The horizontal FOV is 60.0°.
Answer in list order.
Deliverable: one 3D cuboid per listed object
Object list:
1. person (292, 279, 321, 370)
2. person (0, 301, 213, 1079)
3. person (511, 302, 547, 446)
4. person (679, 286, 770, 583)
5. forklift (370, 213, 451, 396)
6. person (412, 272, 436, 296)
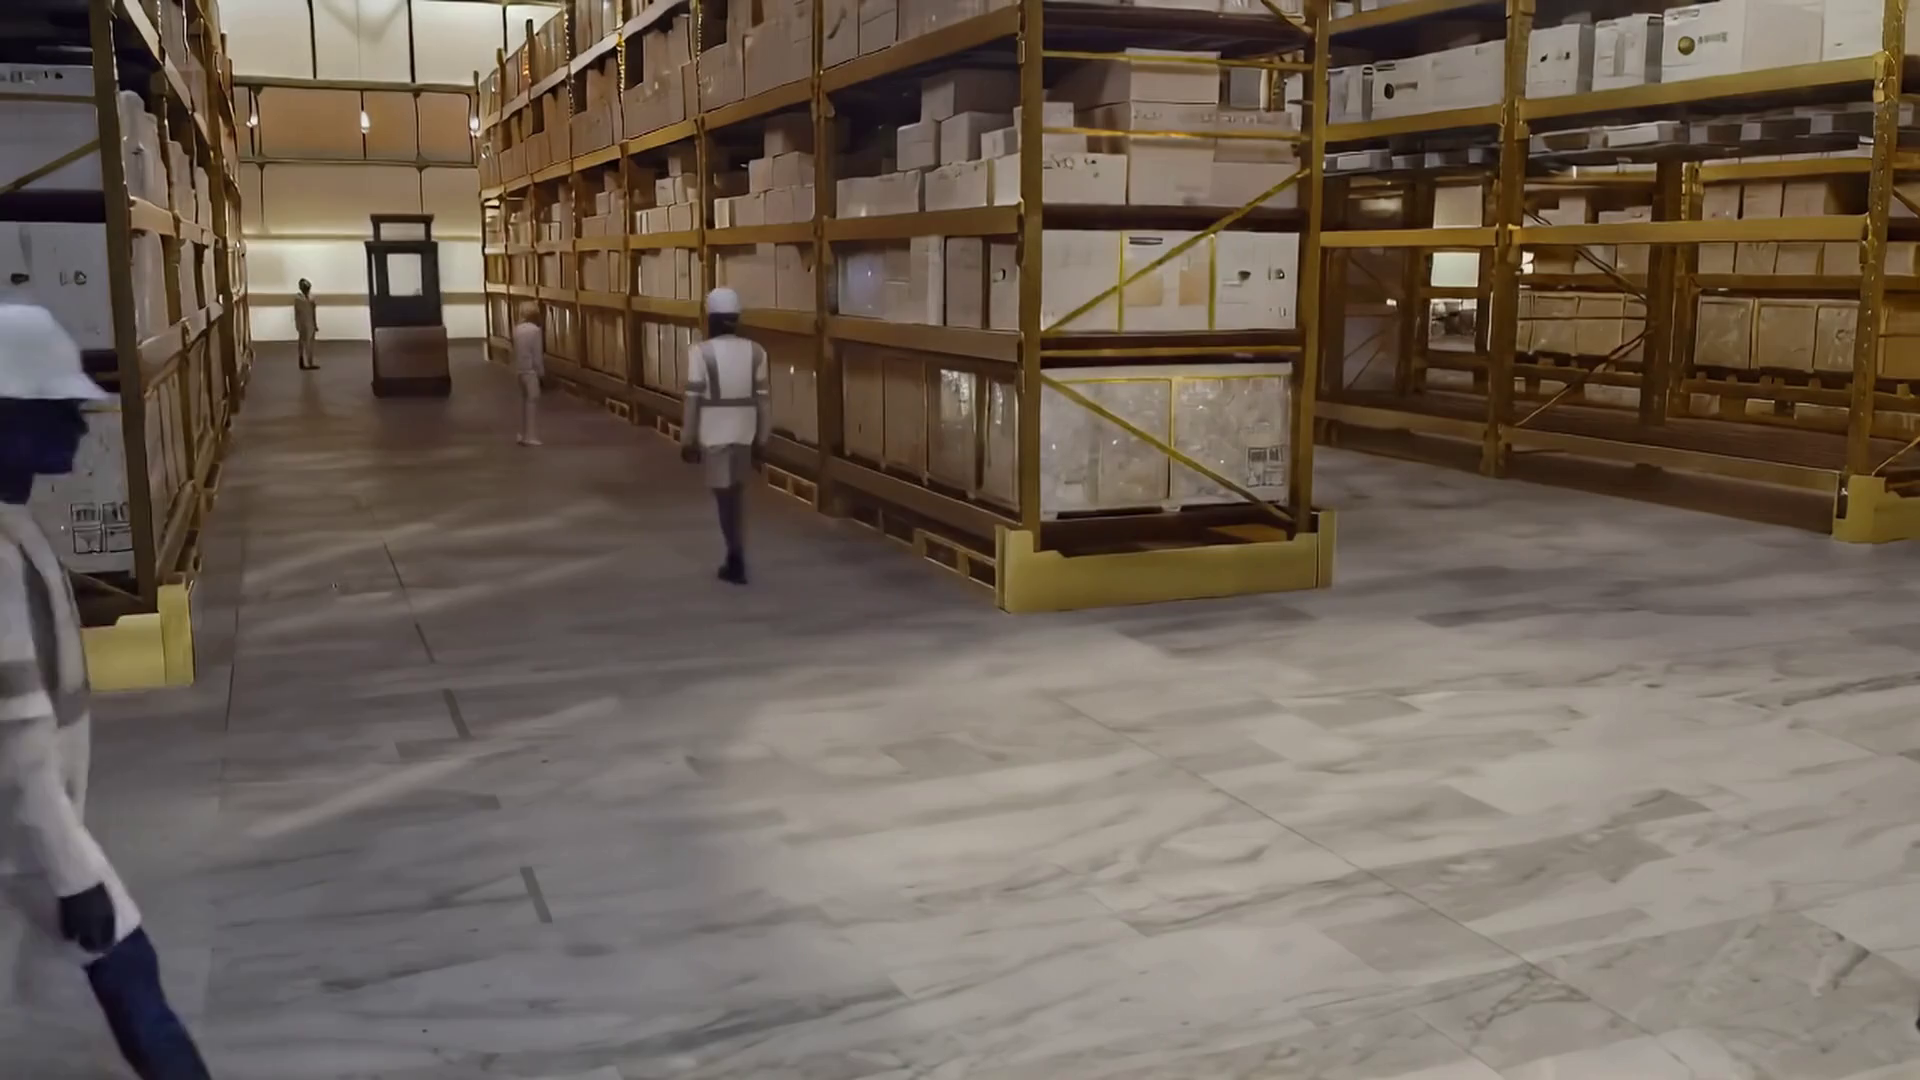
[{"bbox_3d":[-12.688,-4.188,32.304,0.321,1.755,0.563,3,10,17],"label":"person"},{"bbox_3d":[-1.763,0.536,3.309,1.044,1.986,0.628,-4,10,-23],"label":"person"},{"bbox_3d":[-4.902,-1.885,18.903,0.561,1.623,0.345,8,12,38],"label":"person"},{"bbox_3d":[-1.566,-0.690,10.891,0.548,1.914,0.673,-7,12,-36],"label":"person"},{"bbox_3d":[-8.712,-3.726,26.181,1.129,2.768,1.873,-4,10,-22],"label":"forklift"},{"bbox_3d":[-11.120,-4.616,34.513,0.559,1.881,1.016,2,10,11],"label":"person"}]
